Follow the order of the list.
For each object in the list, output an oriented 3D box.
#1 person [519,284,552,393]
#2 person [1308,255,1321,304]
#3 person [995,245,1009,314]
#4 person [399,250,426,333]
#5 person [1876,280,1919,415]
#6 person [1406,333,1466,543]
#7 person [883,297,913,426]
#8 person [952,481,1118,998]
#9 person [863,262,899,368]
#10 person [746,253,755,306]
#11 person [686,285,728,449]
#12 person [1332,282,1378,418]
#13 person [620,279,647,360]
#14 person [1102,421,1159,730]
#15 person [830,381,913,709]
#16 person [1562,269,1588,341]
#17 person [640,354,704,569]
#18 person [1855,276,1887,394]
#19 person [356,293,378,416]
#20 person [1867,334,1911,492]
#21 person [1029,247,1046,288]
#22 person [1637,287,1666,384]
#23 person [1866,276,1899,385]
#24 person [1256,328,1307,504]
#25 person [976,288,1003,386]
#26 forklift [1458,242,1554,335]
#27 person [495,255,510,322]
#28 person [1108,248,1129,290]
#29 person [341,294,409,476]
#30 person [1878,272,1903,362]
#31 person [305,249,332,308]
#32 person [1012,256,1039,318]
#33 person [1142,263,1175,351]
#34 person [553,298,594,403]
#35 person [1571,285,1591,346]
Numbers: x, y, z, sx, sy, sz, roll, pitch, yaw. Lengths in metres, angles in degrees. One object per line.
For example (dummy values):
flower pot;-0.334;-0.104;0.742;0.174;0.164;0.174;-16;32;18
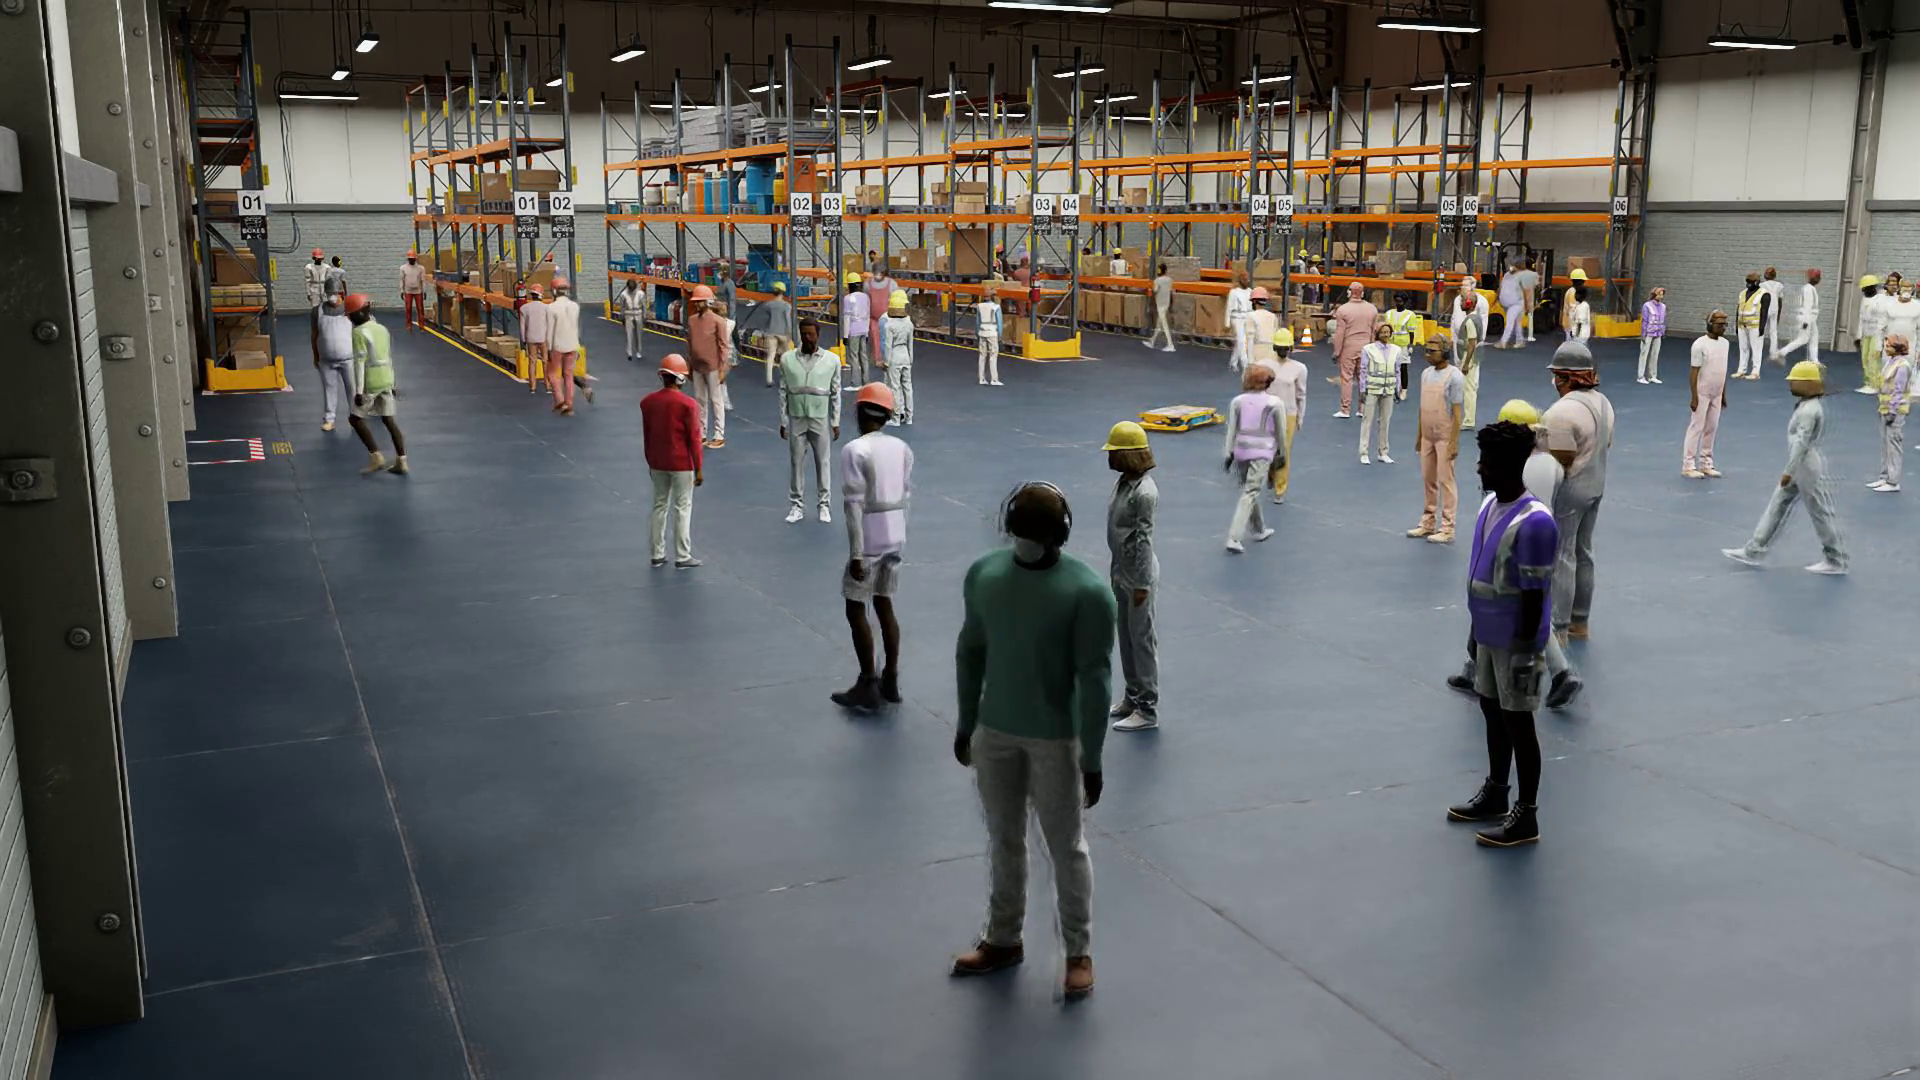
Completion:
person;-6.756;-3.229;26.677;0.573;1.747;0.338;0;11;0
person;9.370;-6.637;43.956;0.309;1.772;0.525;-1;11;-4
person;1.052;-6.796;44.104;0.430;2.032;0.608;7;13;32
person;-13.186;-5.988;40.104;0.616;1.985;0.402;-4;12;-18
person;13.451;-2.754;23.816;0.627;1.933;0.367;5;12;22
person;4.199;-0.893;14.599;0.338;1.837;0.509;-5;12;-24
person;-0.854;-2.428;22.630;0.494;1.743;0.309;-10;15;-42
person;0.270;0.727;6.153;0.675;1.920;0.369;7;13;33
person;-1.490;-4.298;31.374;0.692;2.000;0.981;0;11;0
person;-6.514;-8.092;51.681;0.308;1.640;0.511;1;11;6
person;-3.119;-2.119;20.414;0.612;1.996;0.388;8;13;34
person;5.534;-2.665;23.413;0.639;1.910;0.407;-3;12;-16
person;-6.430;-4.349;32.776;0.516;1.596;0.892;-2;11;-11
person;0.948;0.197;9.317;0.333;1.734;0.480;-3;12;-16
person;-0.514;0.024;9.798;0.499;1.887;0.626;10;15;40
person;10.503;-3.668;28.462;0.368;1.925;0.594;4;12;19
person;-2.317;-0.640;13.538;0.564;1.744;0.353;5;12;26
person;14.622;-3.287;26.687;0.443;1.885;0.635;1;11;3
person;-8.451;-2.641;23.688;0.336;1.747;0.575;-6;13;-28
person;9.681;-1.317;17.268;0.313;1.633;0.521;3;12;15
person;2.223;-7.620;48.639;0.659;1.889;0.607;-9;14;-39
person;11.716;-3.456;28.143;0.514;1.634;0.313;-5;12;-24
person;15.170;-3.390;27.260;0.505;1.845;0.346;-1;11;-5
person;3.209;-1.262;16.676;0.535;1.747;0.642;4;12;18
person;0.489;-3.397;27.827;0.515;1.636;0.315;9;14;38
forklift;13.047;-6.049;39.881;2.313;2.155;1.214;-5;12;-23
person;-12.159;-6.675;44.153;0.325;1.769;0.524;-5;12;-25
person;4.351;-7.072;45.804;0.597;1.914;0.399;-3;12;-16
person;-6.402;-1.677;18.183;0.619;1.988;0.727;3;11;14
person;16.187;-3.730;28.959;0.508;1.862;0.330;8;14;36
person;-15.160;-5.873;39.403;0.607;2.035;0.407;-6;13;-29
person;1.472;-5.488;37.768;0.648;1.904;0.401;-4;12;-22
person;4.160;-4.881;34.879;0.536;1.819;0.971;-10;15;-42
person;-5.746;-2.799;24.701;0.643;1.665;0.551;4;12;19
person;10.382;-3.423;27.874;0.352;1.683;0.542;5;12;23
